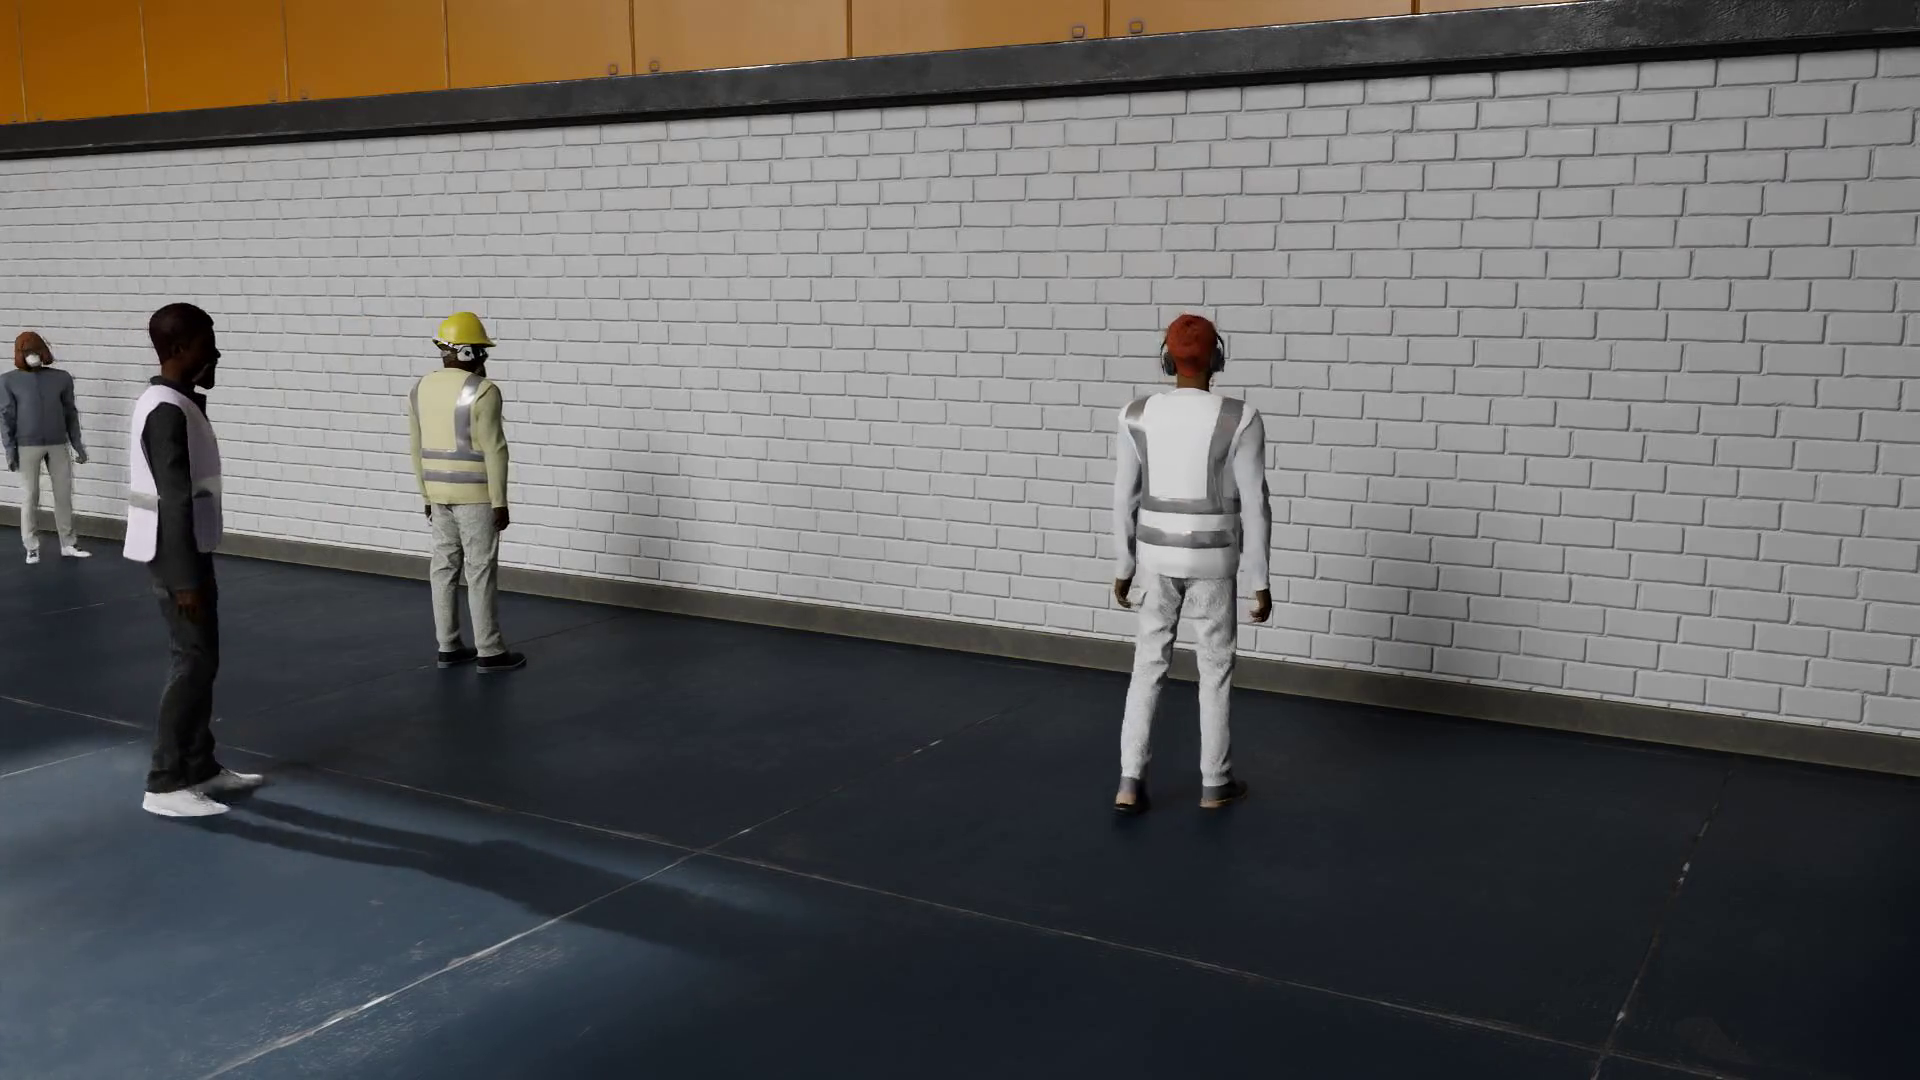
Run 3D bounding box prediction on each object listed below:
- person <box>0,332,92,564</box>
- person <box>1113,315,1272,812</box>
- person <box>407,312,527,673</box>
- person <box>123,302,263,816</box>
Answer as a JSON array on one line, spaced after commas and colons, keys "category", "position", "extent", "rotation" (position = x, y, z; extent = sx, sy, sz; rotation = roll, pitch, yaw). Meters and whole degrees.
[{"category": "person", "position": [-6.427, -0.643, 11.690], "extent": [0.309, 1.621, 0.559], "rotation": [8, 12, 42]}, {"category": "person", "position": [0.846, 0.115, 6.204], "extent": [0.647, 1.885, 0.645], "rotation": [5, 10, 28]}, {"category": "person", "position": [-2.513, -0.238, 8.467], "extent": [0.591, 1.829, 0.404], "rotation": [5, 10, 29]}, {"category": "person", "position": [-2.934, 0.070, 6.274], "extent": [0.386, 1.918, 0.599], "rotation": [-4, 10, -22]}]
